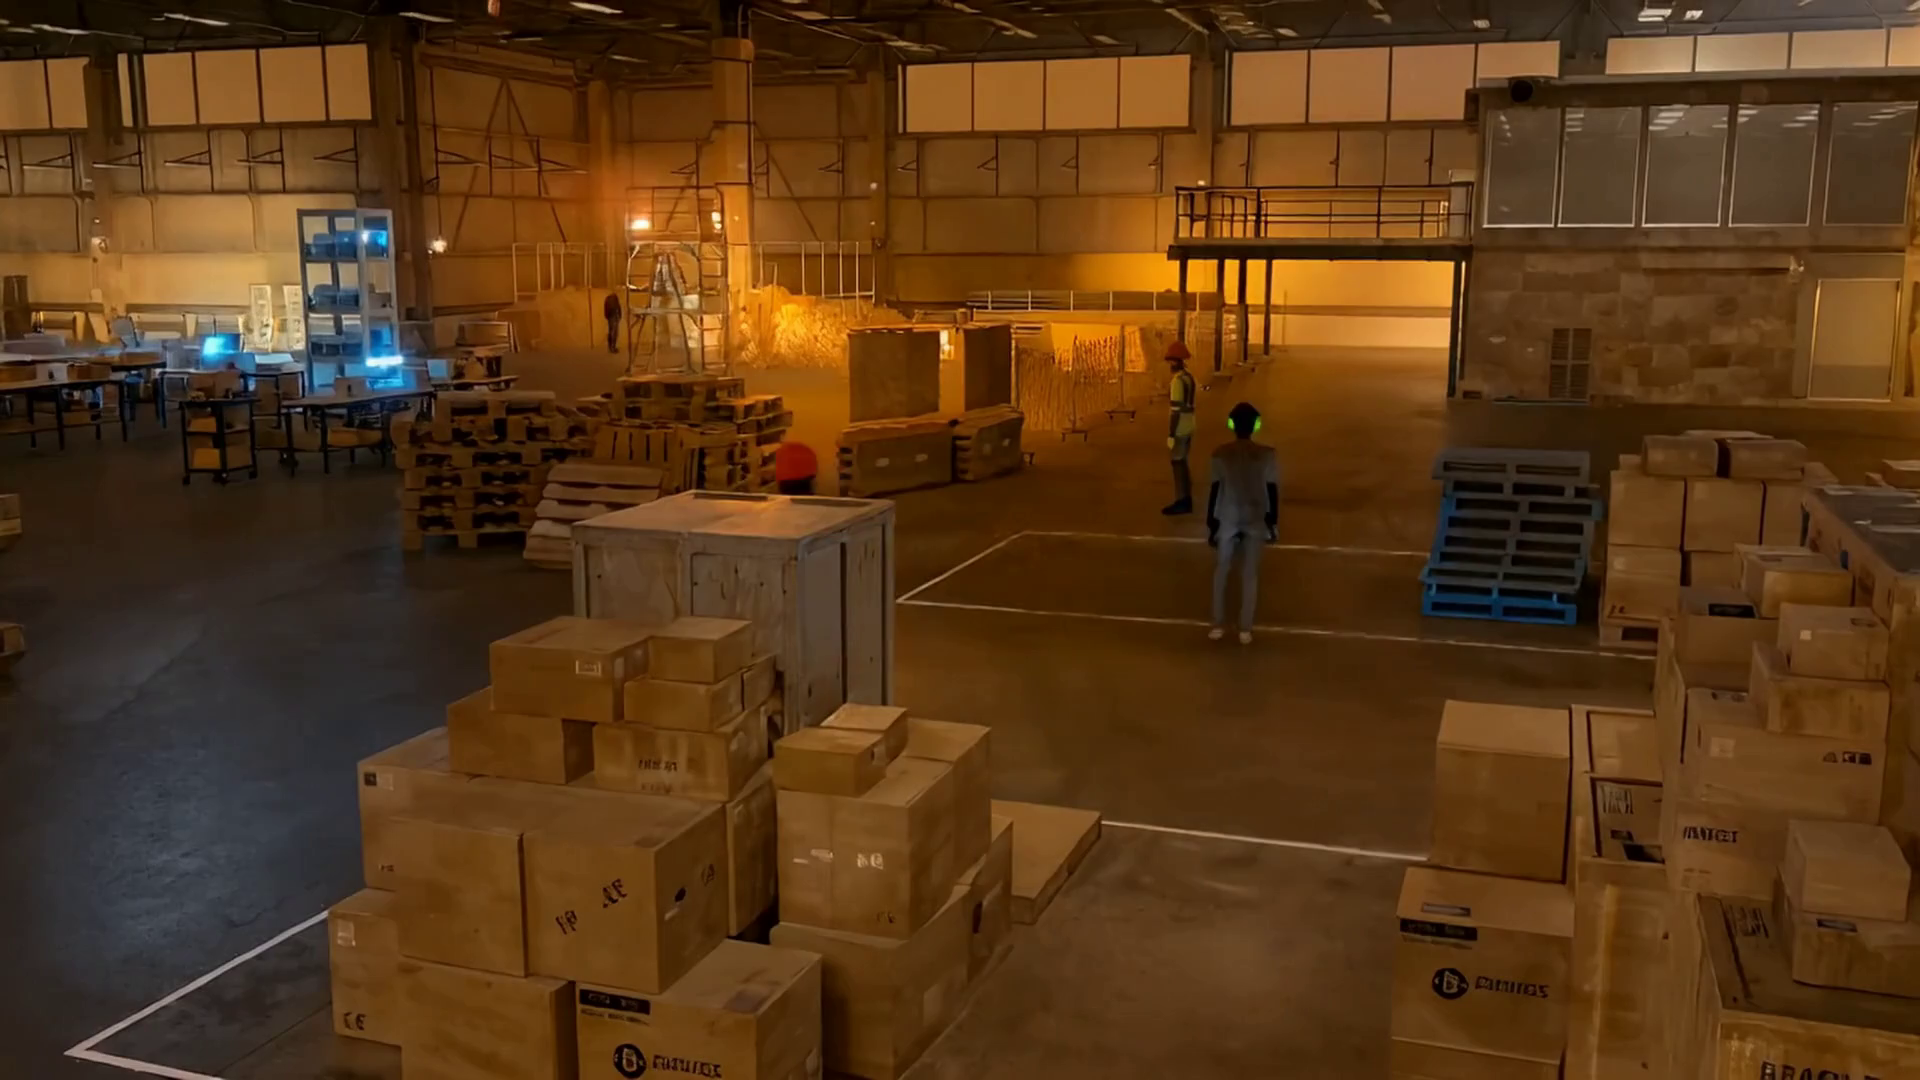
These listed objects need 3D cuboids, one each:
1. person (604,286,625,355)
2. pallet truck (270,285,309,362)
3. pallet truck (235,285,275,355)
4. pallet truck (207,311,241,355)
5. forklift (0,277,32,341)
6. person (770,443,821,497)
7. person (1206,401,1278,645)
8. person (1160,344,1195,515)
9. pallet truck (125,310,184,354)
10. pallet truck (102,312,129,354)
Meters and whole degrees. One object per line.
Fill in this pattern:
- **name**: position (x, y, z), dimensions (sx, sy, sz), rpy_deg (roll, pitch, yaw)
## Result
- **person**: position (-9.532, -6.054, 45.921), dimensions (0.400, 1.905, 0.644), rpy_deg (-8, 13, -39)
- **pallet truck**: position (-17.147, -5.700, 43.663), dimensions (0.823, 1.965, 1.885), rpy_deg (3, 11, 17)
- **pallet truck**: position (-18.327, -5.835, 44.421), dimensions (0.823, 1.965, 1.885), rpy_deg (4, 11, 23)
- **pallet truck**: position (-19.537, -5.575, 44.913), dimensions (0.653, 1.274, 1.630), rpy_deg (3, 11, 19)
- **forklift**: position (-27.151, -6.329, 46.328), dimensions (1.157, 1.987, 2.680), rpy_deg (3, 11, 17)
- **person**: position (-0.945, 0.378, 9.664), dimensions (0.678, 1.906, 0.622), rpy_deg (-2, 10, -13)
- **person**: position (2.146, -0.123, 12.642), dimensions (0.535, 1.864, 0.410), rpy_deg (2, 10, 11)
- **person**: position (2.450, -1.243, 18.778), dimensions (0.391, 1.930, 0.539), rpy_deg (4, 11, 21)
- **pallet truck**: position (-22.038, -5.665, 45.457), dimensions (0.704, 1.261, 1.522), rpy_deg (3, 11, 17)
- **pallet truck**: position (-23.057, -5.777, 46.261), dimensions (0.680, 1.201, 1.601), rpy_deg (3, 11, 19)
